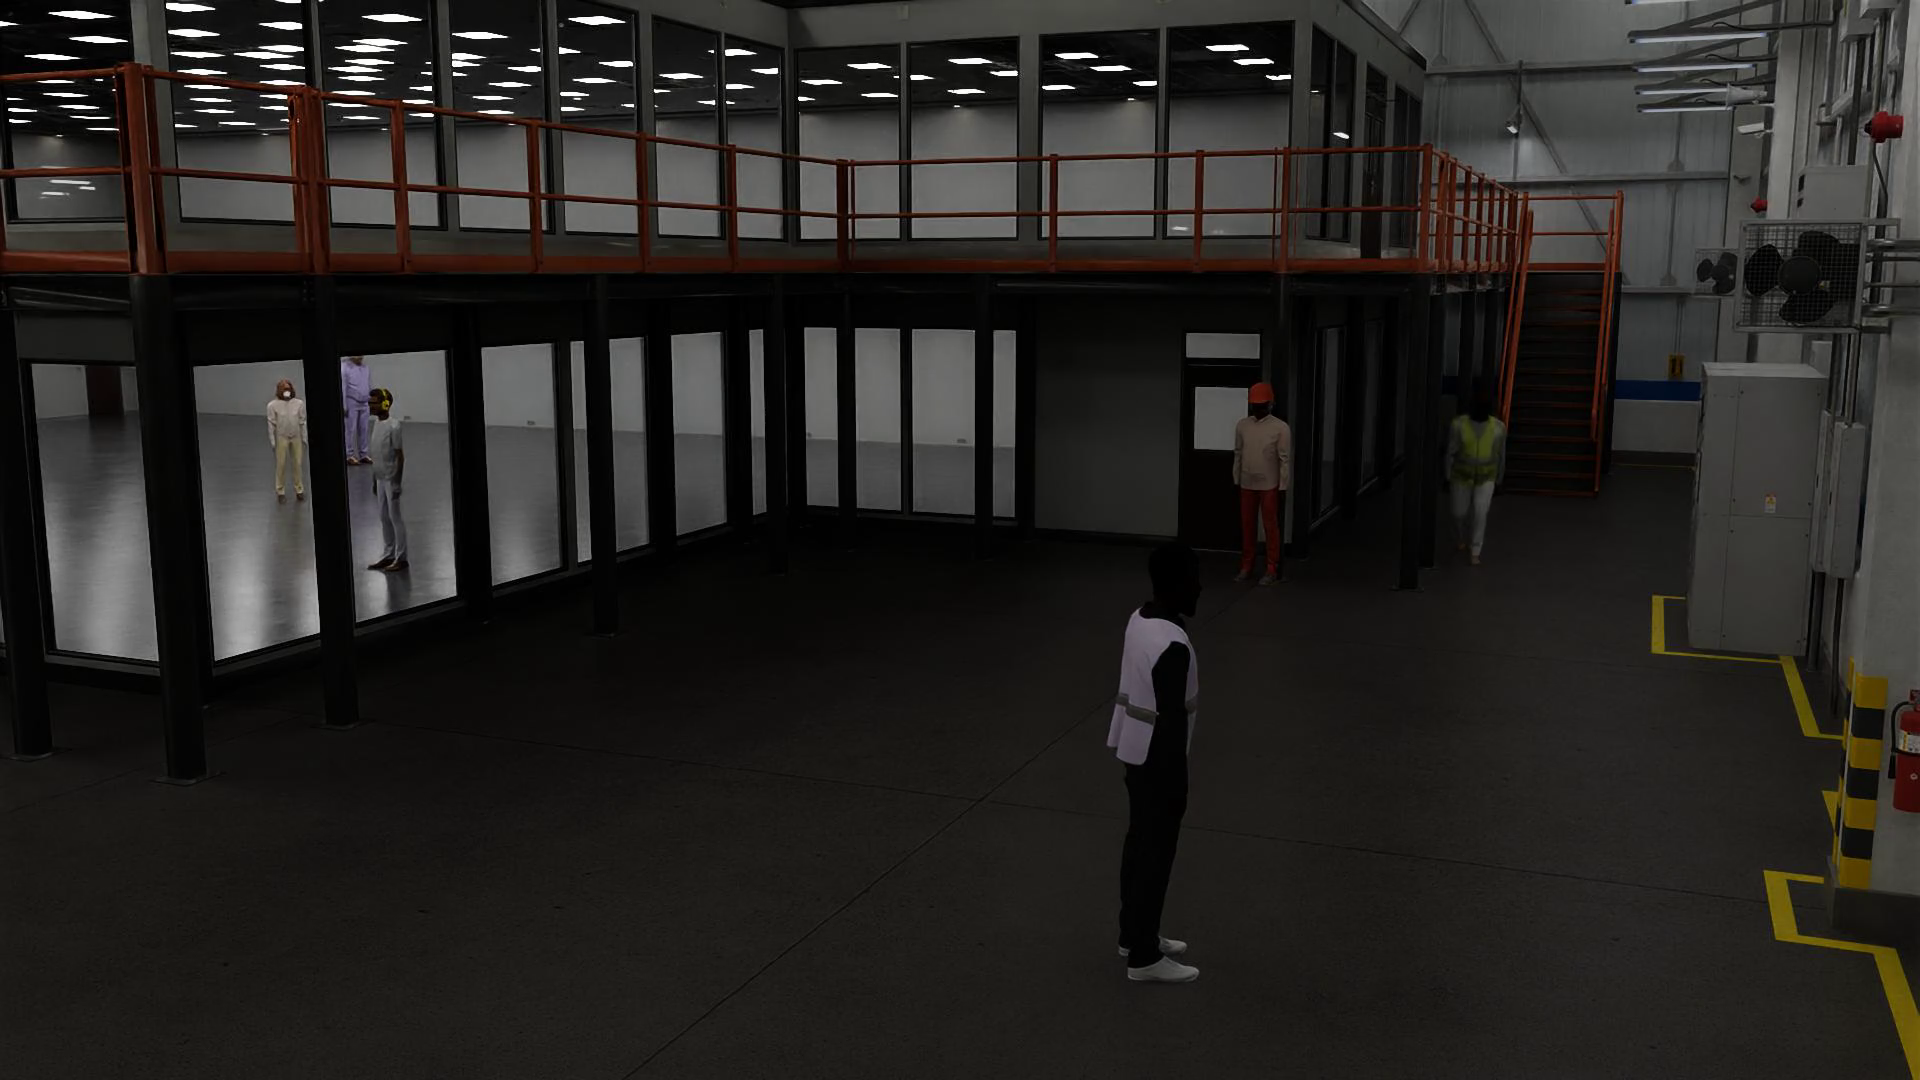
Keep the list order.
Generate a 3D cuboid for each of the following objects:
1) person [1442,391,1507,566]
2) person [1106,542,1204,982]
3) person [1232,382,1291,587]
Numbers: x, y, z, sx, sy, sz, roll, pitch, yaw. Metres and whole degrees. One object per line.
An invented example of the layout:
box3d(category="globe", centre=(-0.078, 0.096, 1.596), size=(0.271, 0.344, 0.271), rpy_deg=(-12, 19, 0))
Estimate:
box3d(category="person", centre=(5.362, -0.654, 17.382), size=(0.634, 1.822, 0.591), rpy_deg=(2, 9, 12))
box3d(category="person", centre=(0.847, 0.953, 7.195), size=(0.391, 1.911, 0.584), rpy_deg=(-1, 9, -9))
box3d(category="person", centre=(2.911, -0.540, 16.161), size=(0.612, 1.986, 0.407), rpy_deg=(8, 12, 41))
